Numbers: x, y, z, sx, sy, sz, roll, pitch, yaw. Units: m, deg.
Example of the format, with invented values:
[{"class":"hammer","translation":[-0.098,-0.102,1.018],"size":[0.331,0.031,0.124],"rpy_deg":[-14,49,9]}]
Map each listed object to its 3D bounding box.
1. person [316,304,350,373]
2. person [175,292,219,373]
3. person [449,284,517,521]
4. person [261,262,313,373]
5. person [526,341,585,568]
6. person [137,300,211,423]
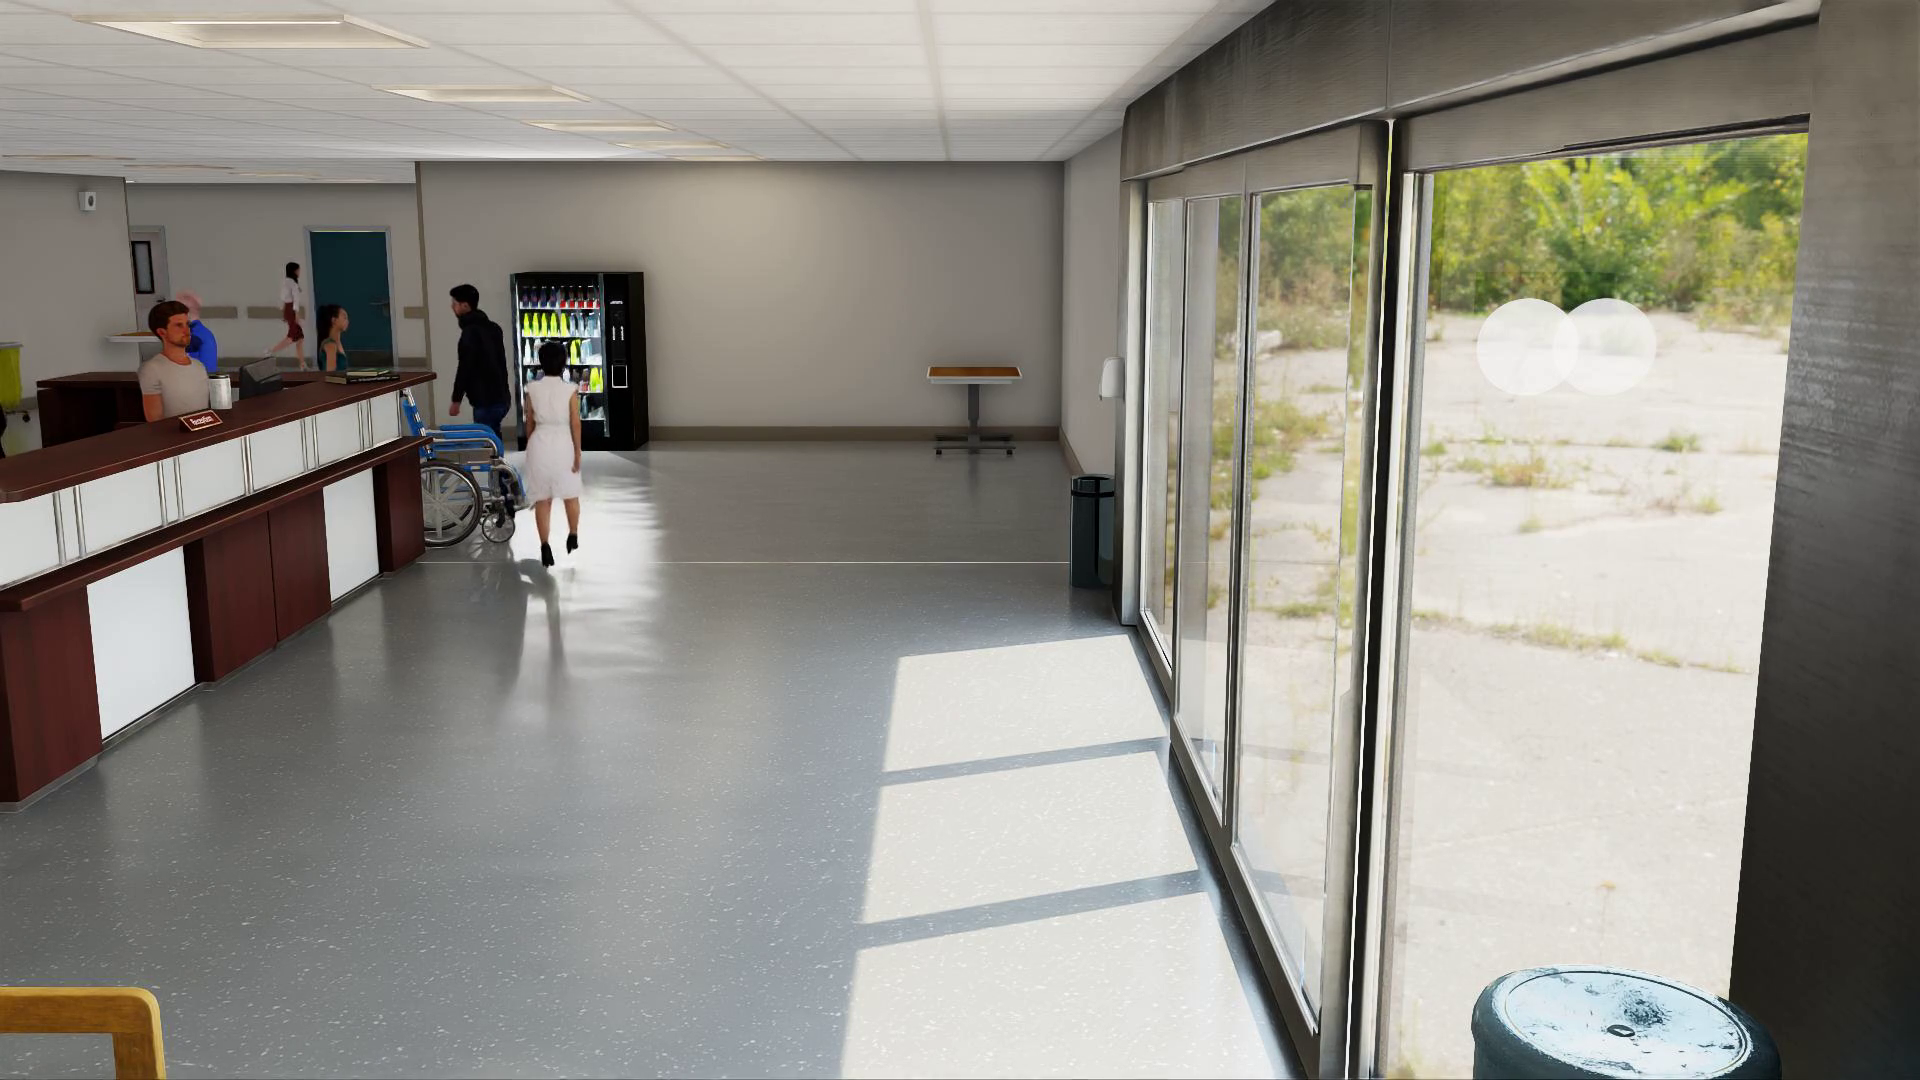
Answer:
[{"class":"person","translation":[-5.232,-1.085,13.715],"size":[0.664,1.670,0.647],"rpy_deg":[-2,11,-11]},{"class":"person","translation":[-5.724,-0.967,12.673],"size":[1.031,1.826,0.806],"rpy_deg":[-2,11,-12]},{"class":"person","translation":[-3.631,-1.070,13.111],"size":[0.645,1.866,0.686],"rpy_deg":[1,11,6]},{"class":"person","translation":[-10.546,-3.458,26.070],"size":[1.065,1.726,0.996],"rpy_deg":[-9,14,-41]},{"class":"person","translation":[-2.772,-0.541,11.275],"size":[0.973,1.510,0.690],"rpy_deg":[-1,11,-8]},{"class":"person","translation":[-4.589,-0.461,9.810],"size":[0.634,1.898,0.710],"rpy_deg":[2,11,13]}]
